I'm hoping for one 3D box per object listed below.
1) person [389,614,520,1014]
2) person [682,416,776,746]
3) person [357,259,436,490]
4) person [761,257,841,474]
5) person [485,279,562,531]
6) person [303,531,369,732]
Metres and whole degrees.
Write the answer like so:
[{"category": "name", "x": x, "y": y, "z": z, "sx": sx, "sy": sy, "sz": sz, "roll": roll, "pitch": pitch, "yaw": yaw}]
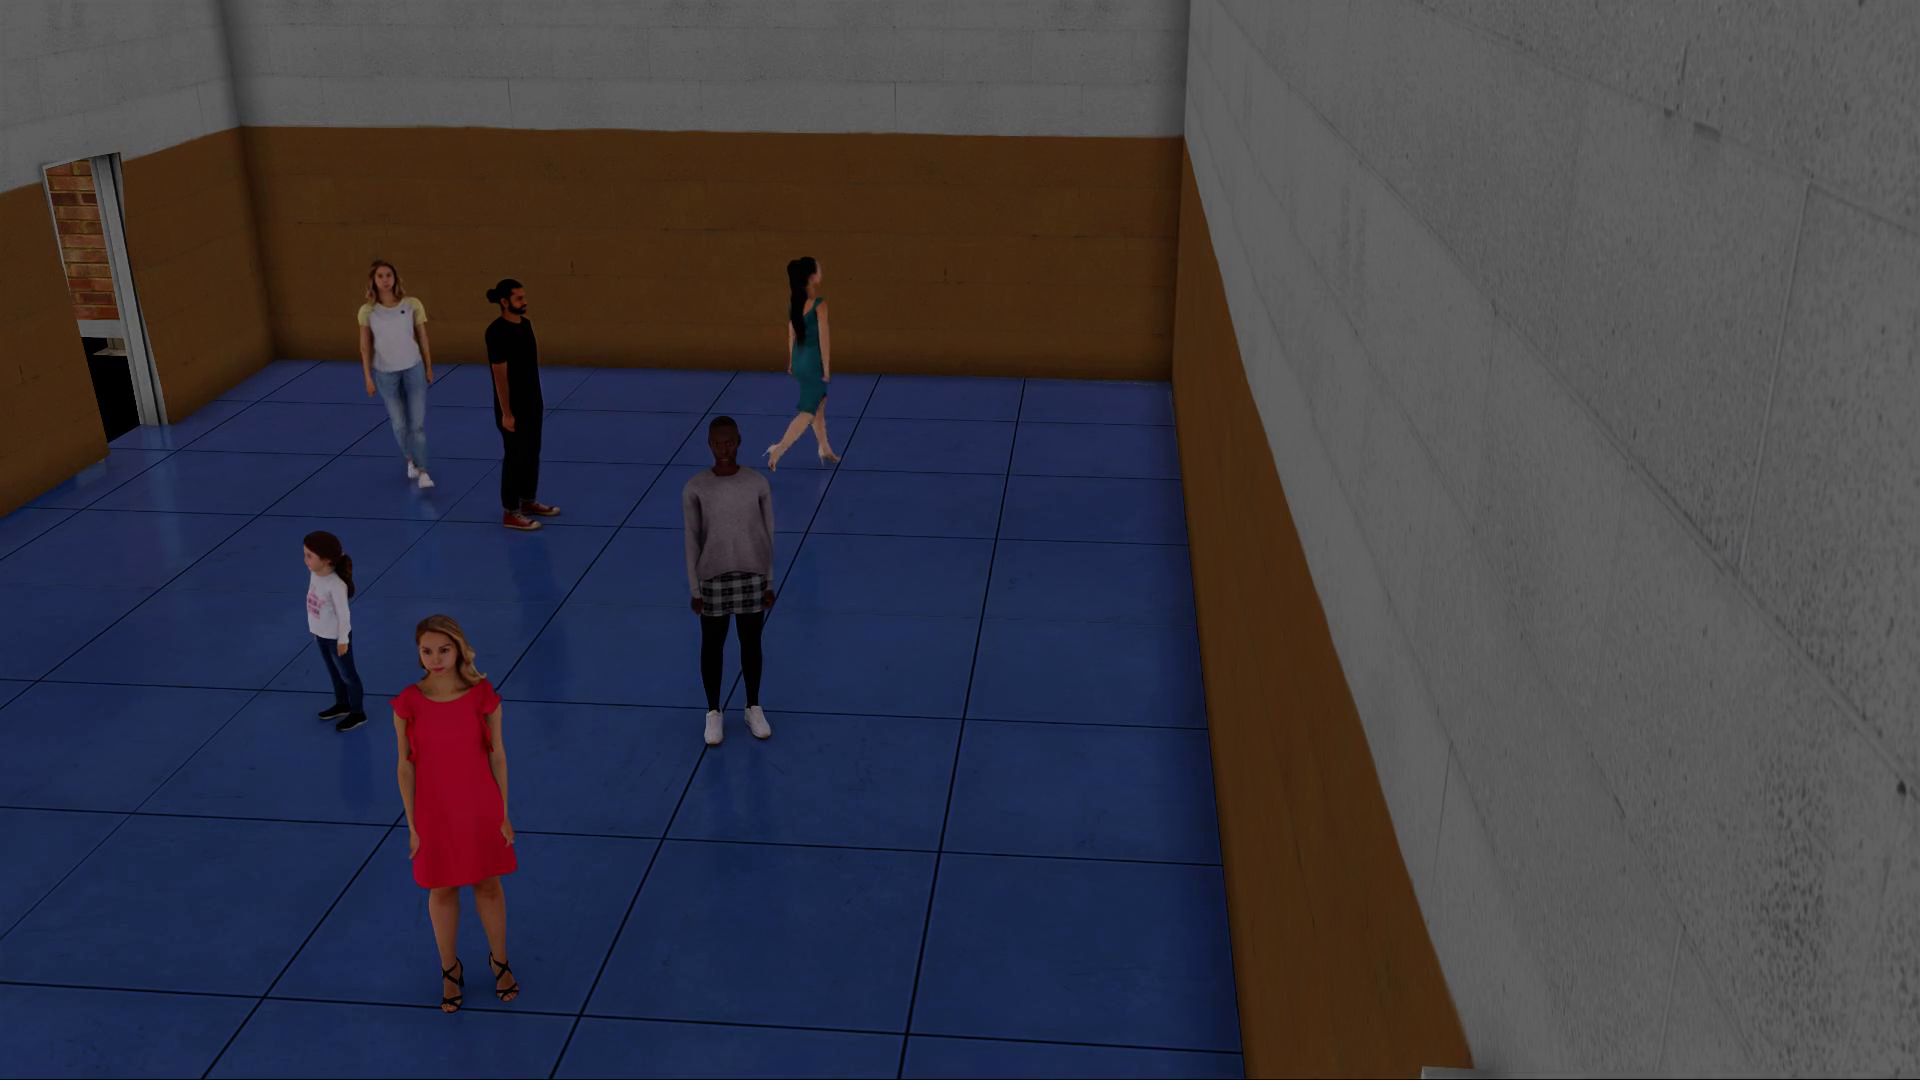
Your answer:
[{"category": "person", "x": -1.974, "y": 1.073, "z": 6.552, "sx": 0.590, "sy": 1.728, "sz": 0.703, "roll": -6, "pitch": 23, "yaw": -15}, {"category": "person", "x": -1.190, "y": 0.202, "z": 8.661, "sx": 0.583, "sy": 1.772, "sz": 0.738, "roll": -6, "pitch": 23, "yaw": -15}, {"category": "person", "x": -4.171, "y": -1.244, "z": 12.339, "sx": 1.037, "sy": 1.697, "sz": 0.981, "roll": -9, "pitch": 23, "yaw": -21}, {"category": "person", "x": -1.182, "y": -1.258, "z": 12.443, "sx": 1.014, "sy": 1.661, "sz": 1.007, "roll": 20, "pitch": 29, "yaw": 40}, {"category": "person", "x": -3.070, "y": -0.944, "z": 11.538, "sx": 0.569, "sy": 1.754, "sz": 0.648, "roll": 5, "pitch": 22, "yaw": 13}, {"category": "person", "x": -3.345, "y": 0.472, "z": 8.878, "sx": 0.525, "sy": 1.110, "sz": 0.593, "roll": 19, "pitch": 29, "yaw": 39}]
